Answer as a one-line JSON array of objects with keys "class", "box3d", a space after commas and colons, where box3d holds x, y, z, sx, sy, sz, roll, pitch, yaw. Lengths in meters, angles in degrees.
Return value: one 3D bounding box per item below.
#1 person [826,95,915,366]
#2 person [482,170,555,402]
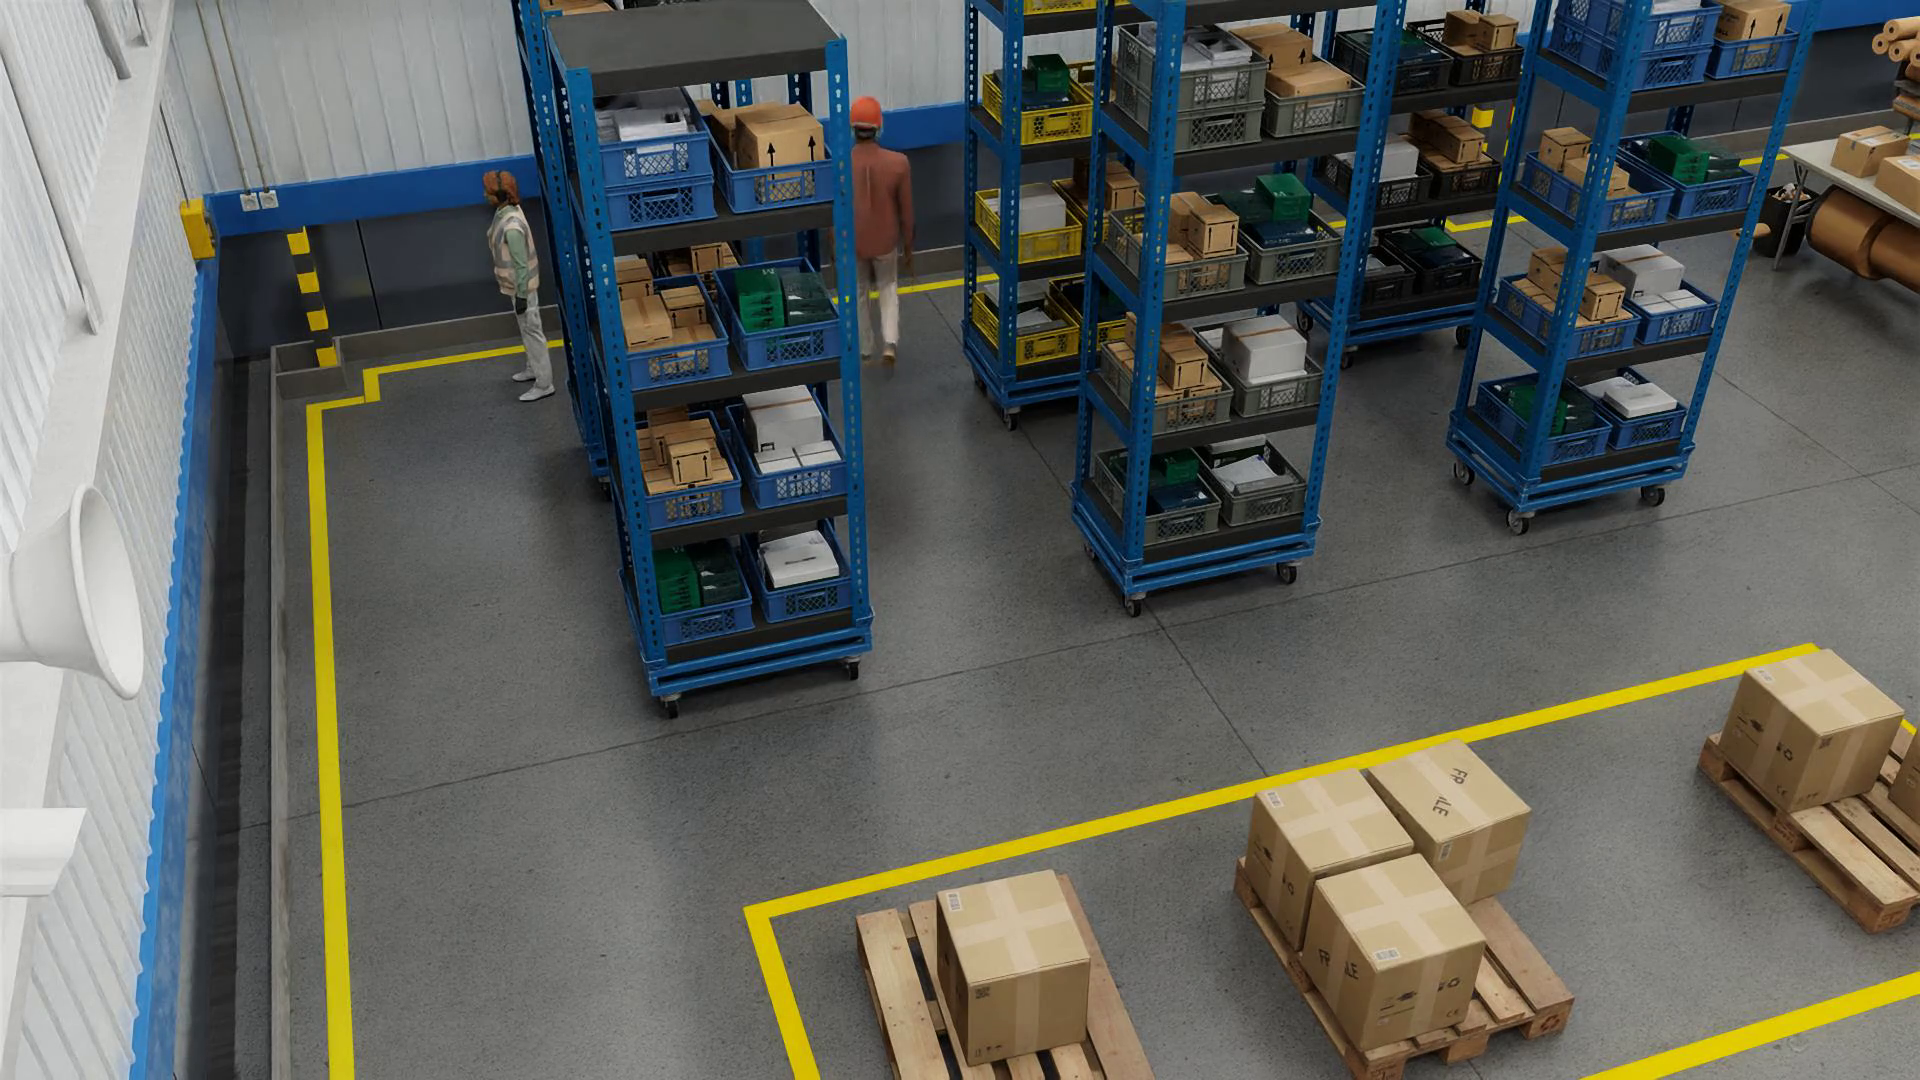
[{"class": "person", "box3d": [-0.623, -2.084, 11.523, 0.614, 1.978, 0.511, -4, 35, -6]}, {"class": "person", "box3d": [-3.001, -1.734, 11.310, 0.306, 1.639, 0.524, -11, 37, -16]}]
